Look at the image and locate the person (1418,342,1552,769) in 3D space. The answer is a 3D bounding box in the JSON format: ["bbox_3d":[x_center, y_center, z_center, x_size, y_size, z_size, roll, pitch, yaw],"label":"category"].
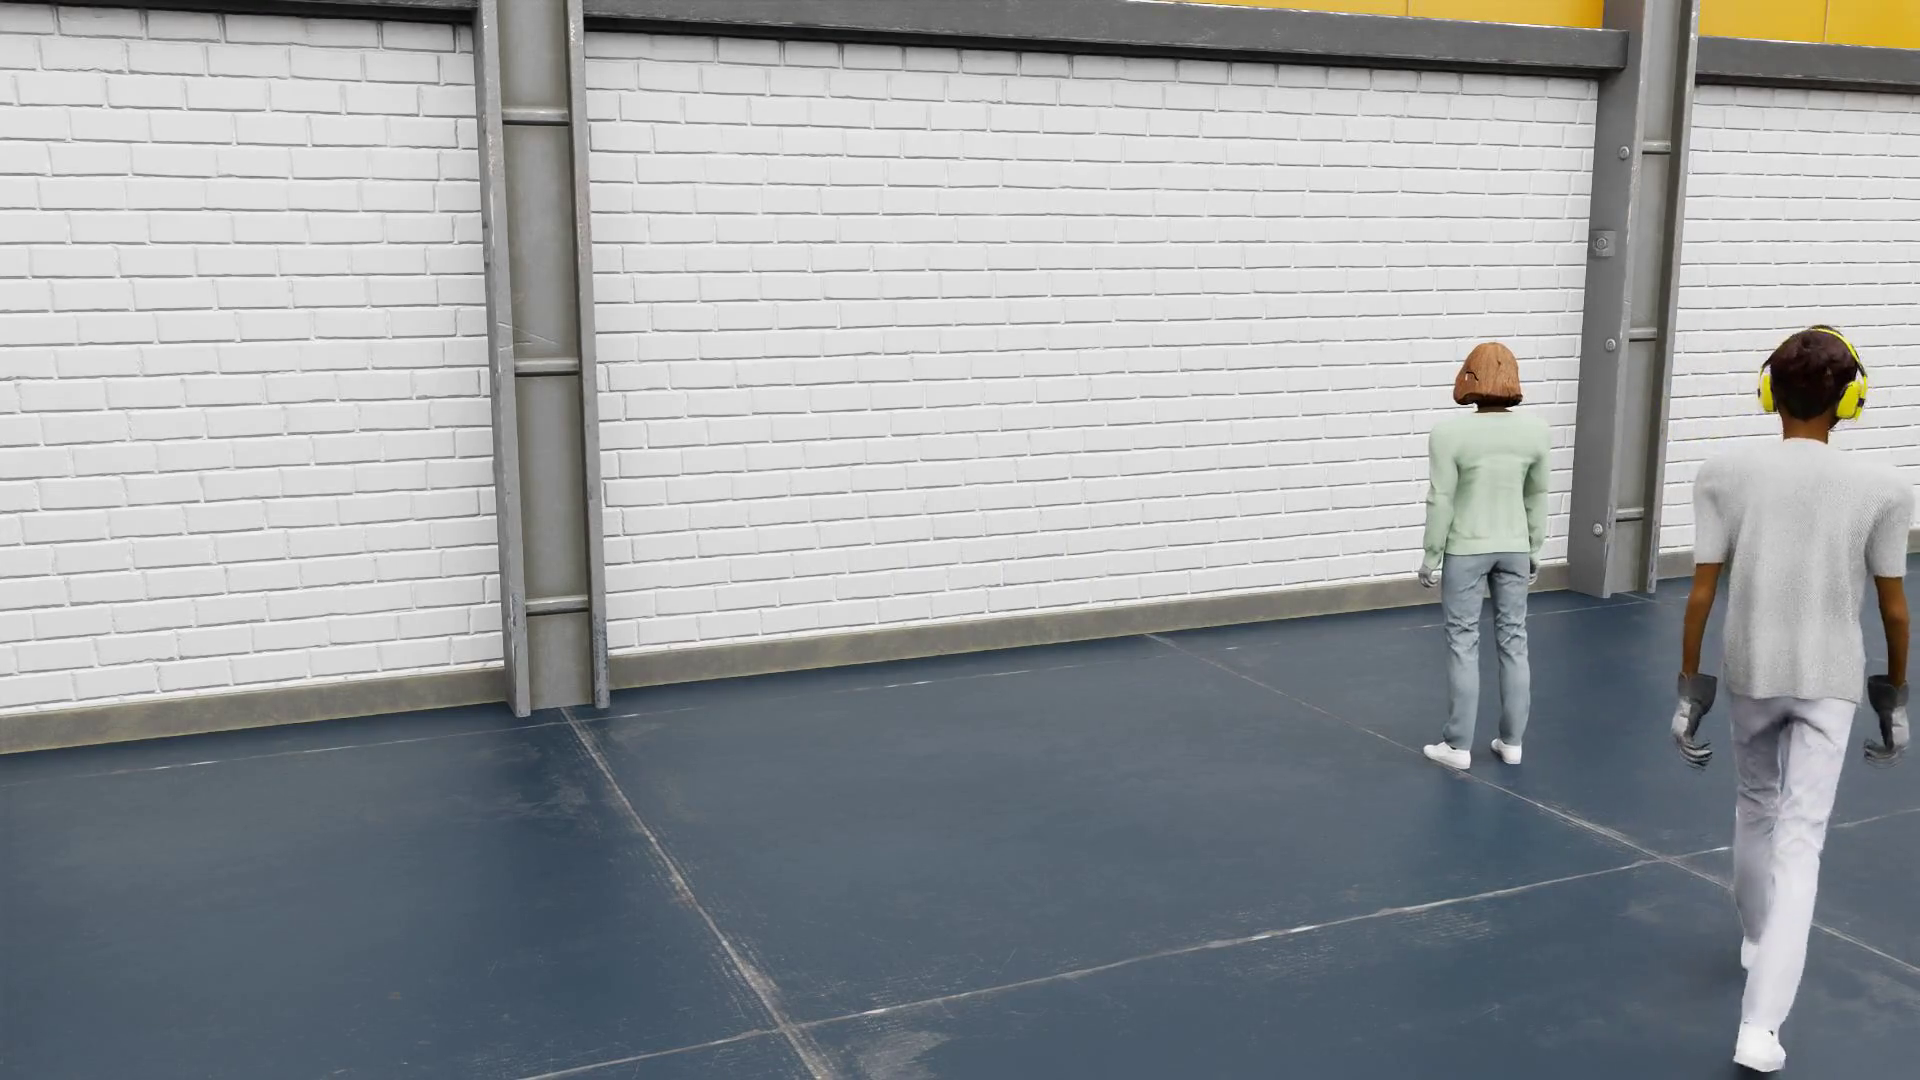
[{"bbox_3d":[1.999,0.065,6.367,0.501,1.632,0.280,-2,10,-10],"label":"person"}]

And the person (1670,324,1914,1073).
[{"bbox_3d":[2.110,0.368,4.214,0.522,1.821,1.010,8,13,37],"label":"person"}]
